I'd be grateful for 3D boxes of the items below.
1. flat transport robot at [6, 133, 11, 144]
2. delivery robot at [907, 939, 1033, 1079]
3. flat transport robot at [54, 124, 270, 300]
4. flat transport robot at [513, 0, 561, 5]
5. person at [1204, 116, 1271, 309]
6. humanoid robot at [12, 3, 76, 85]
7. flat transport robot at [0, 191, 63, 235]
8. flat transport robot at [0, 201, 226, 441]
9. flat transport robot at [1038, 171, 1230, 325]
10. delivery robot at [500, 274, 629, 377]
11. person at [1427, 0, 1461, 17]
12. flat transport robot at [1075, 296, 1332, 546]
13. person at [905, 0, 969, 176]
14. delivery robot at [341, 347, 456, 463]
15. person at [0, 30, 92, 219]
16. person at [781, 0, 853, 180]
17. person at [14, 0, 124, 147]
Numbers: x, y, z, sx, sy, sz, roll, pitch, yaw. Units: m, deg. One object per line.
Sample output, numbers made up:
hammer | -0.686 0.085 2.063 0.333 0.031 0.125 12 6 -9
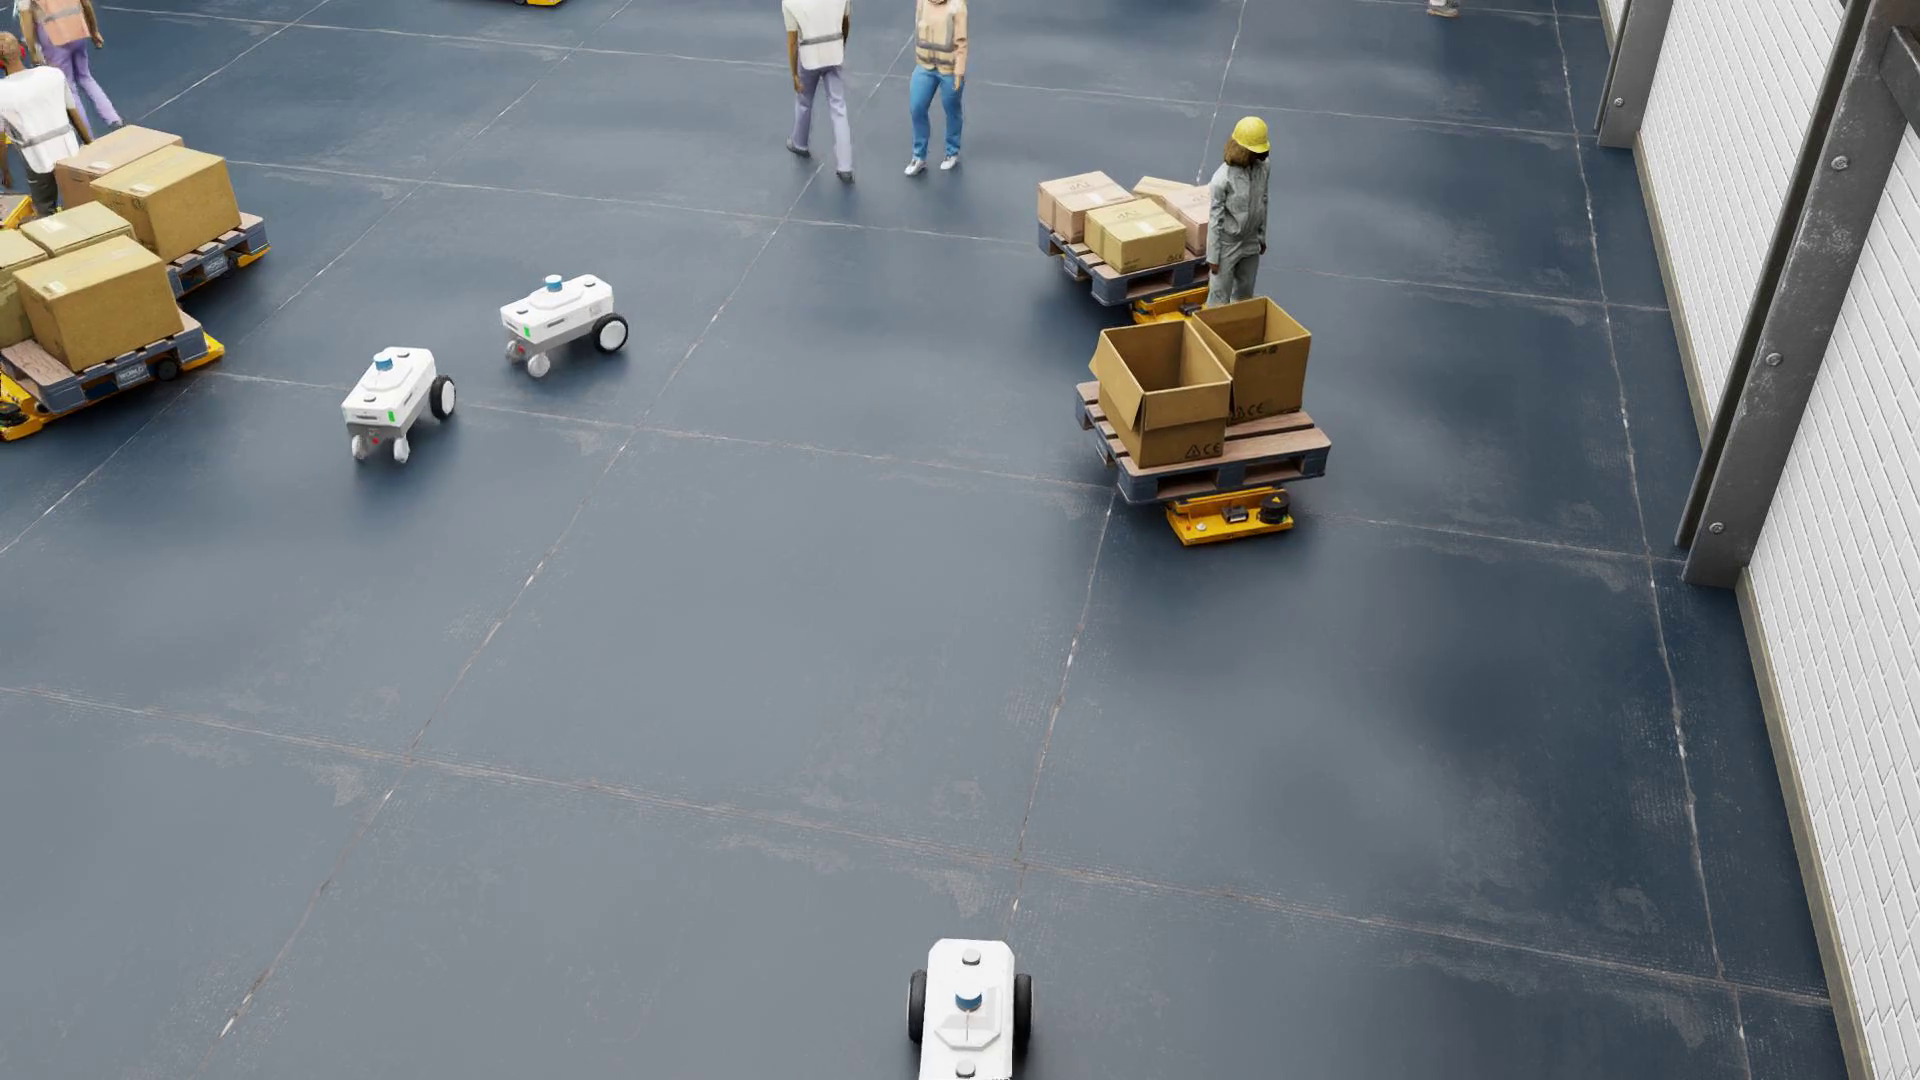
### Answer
flat transport robot | -8.525 -3.160 13.447 0.659 0.231 1.431 27 45 32
delivery robot | 0.028 1.904 6.445 0.509 0.610 0.781 2 37 2
flat transport robot | -5.658 -1.890 11.748 0.659 0.231 1.431 16 40 21
flat transport robot | -4.583 -5.640 16.766 1.431 0.231 0.659 10 38 14
person | 1.753 -1.850 10.473 0.493 1.731 0.322 -26 44 -30
humanoid robot | -7.863 -4.661 14.250 0.587 1.793 0.794 8 37 10
flat transport robot | -7.525 -2.332 12.339 1.431 0.231 0.659 -3 37 -3
flat transport robot | -5.572 -1.108 10.702 0.659 0.231 1.431 29 45 33
flat transport robot | 1.302 -1.883 11.739 0.659 0.231 1.431 -16 40 -20
delivery robot | -2.611 -1.454 10.940 0.811 0.613 0.499 -30 46 -34
person | 4.763 -5.968 15.865 0.360 1.879 0.603 8 38 11
flat transport robot | 1.384 -0.482 9.863 0.659 0.231 1.431 -9 38 -12
person | -0.172 -3.635 12.887 0.491 1.697 0.637 16 40 20
delivery robot | -3.457 -0.863 10.128 0.499 0.586 0.772 4 37 5
person | -6.304 -2.628 11.467 0.748 1.803 0.612 27 44 31
person | -1.107 -3.747 12.956 0.562 1.792 0.915 -13 39 -17
person | -7.119 -3.971 13.235 0.464 1.820 0.608 19 41 23
